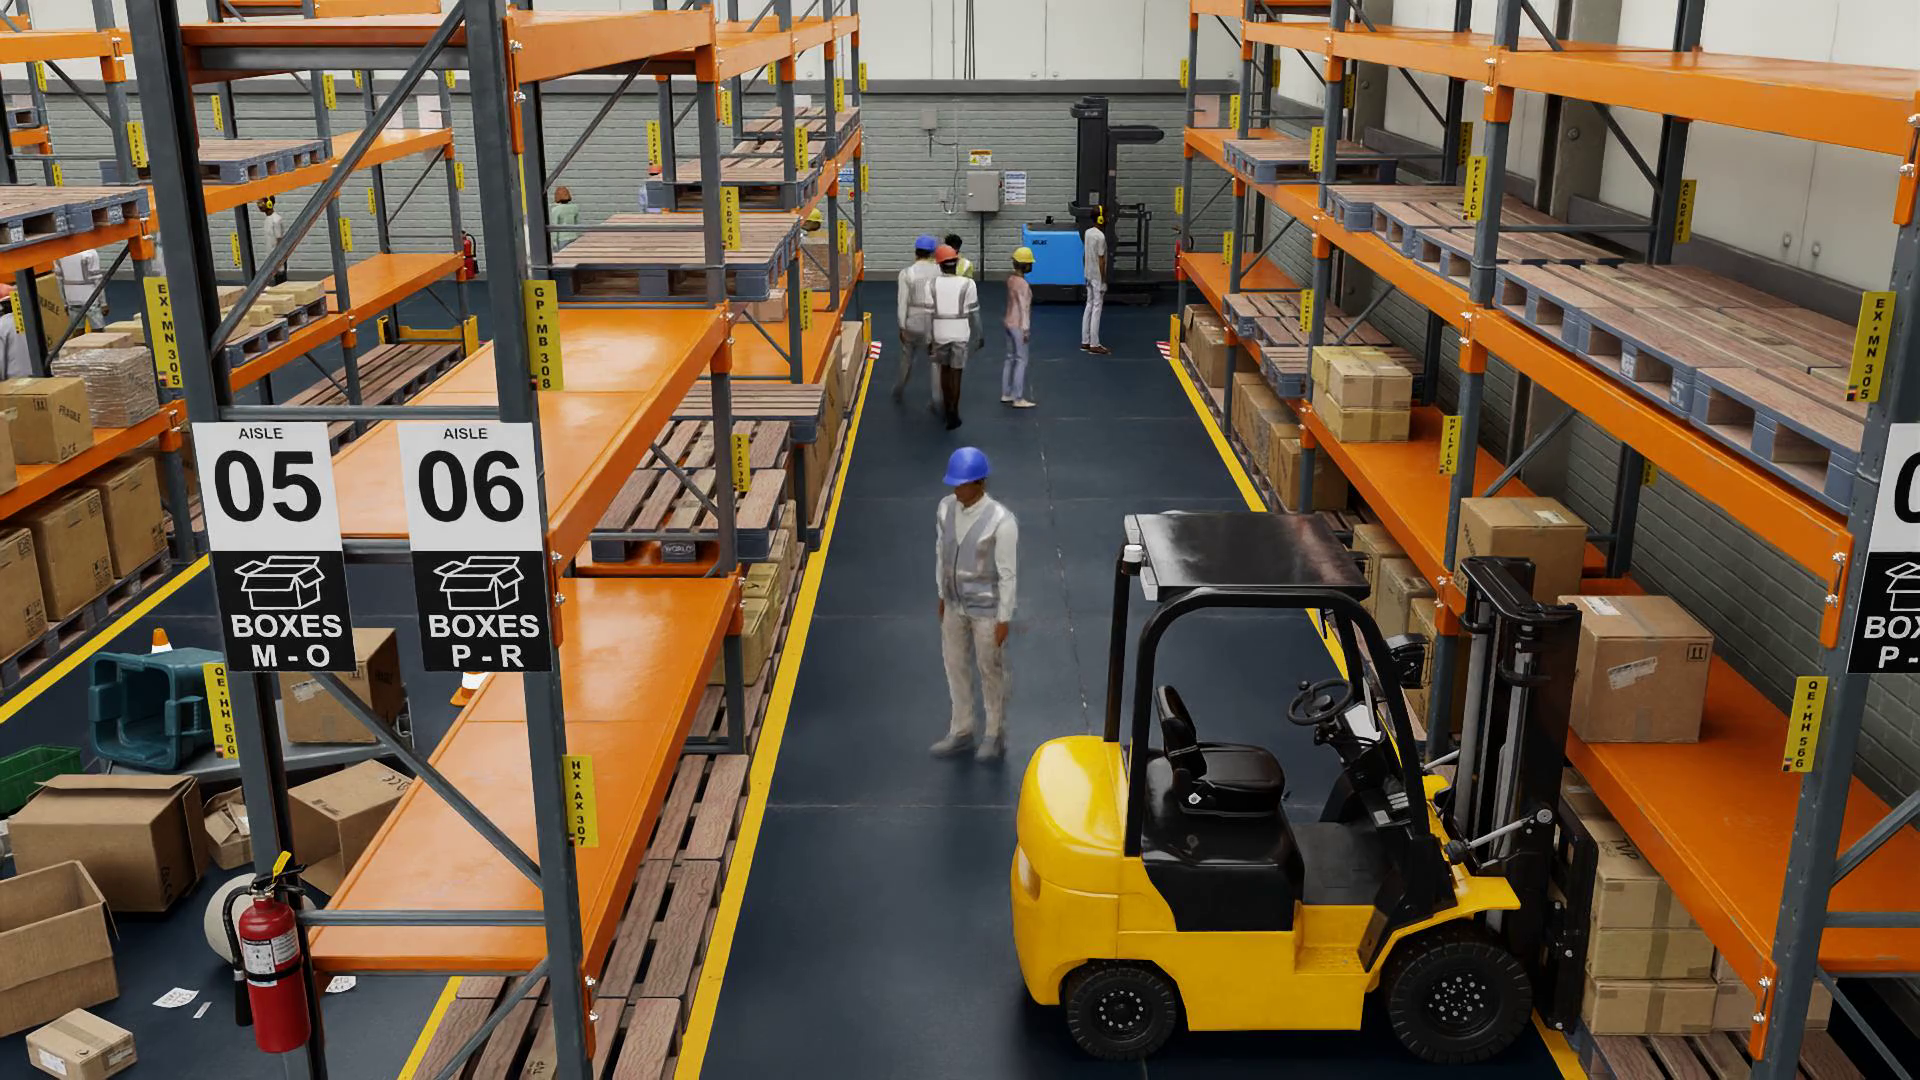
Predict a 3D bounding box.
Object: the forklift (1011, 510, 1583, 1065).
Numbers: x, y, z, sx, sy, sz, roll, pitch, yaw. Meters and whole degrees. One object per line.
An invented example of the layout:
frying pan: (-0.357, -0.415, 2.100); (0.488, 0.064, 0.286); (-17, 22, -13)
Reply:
forklift: (1.387, 1.055, 7.378); (2.313, 2.155, 1.214); (0, 18, 0)

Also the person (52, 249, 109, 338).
person: (-10.271, -2.819, 19.512); (0.544, 1.929, 0.388); (1, 18, 4)

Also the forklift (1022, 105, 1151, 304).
forklift: (1.857, -4.944, 24.441); (1.873, 2.768, 1.129); (0, 18, 0)

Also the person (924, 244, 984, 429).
person: (-0.054, -2.161, 17.561); (0.587, 1.892, 0.783); (4, 19, 12)

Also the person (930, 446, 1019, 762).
person: (0.072, 0.377, 9.816); (0.636, 1.935, 0.439); (16, 24, 41)

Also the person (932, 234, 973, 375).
person: (-0.103, -2.890, 20.137); (0.522, 1.664, 0.856); (-1, 18, -3)

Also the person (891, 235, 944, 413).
person: (-0.432, -2.390, 18.281); (0.610, 1.880, 0.970); (-6, 19, -19)

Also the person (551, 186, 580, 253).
person: (-5.939, -4.512, 25.102); (0.286, 1.628, 0.501); (16, 24, 39)

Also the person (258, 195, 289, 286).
person: (-9.267, -3.794, 22.575); (0.336, 1.858, 0.504); (-13, 22, -34)

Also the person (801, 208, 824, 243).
person: (-1.924, -3.474, 21.802); (0.321, 1.731, 0.490); (0, 18, 0)

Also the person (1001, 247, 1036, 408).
person: (0.663, -2.346, 18.348); (0.345, 1.759, 0.520); (-6, 19, -17)

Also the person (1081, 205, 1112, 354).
person: (1.732, -3.298, 21.049); (0.310, 1.868, 0.532); (-7, 19, -19)
